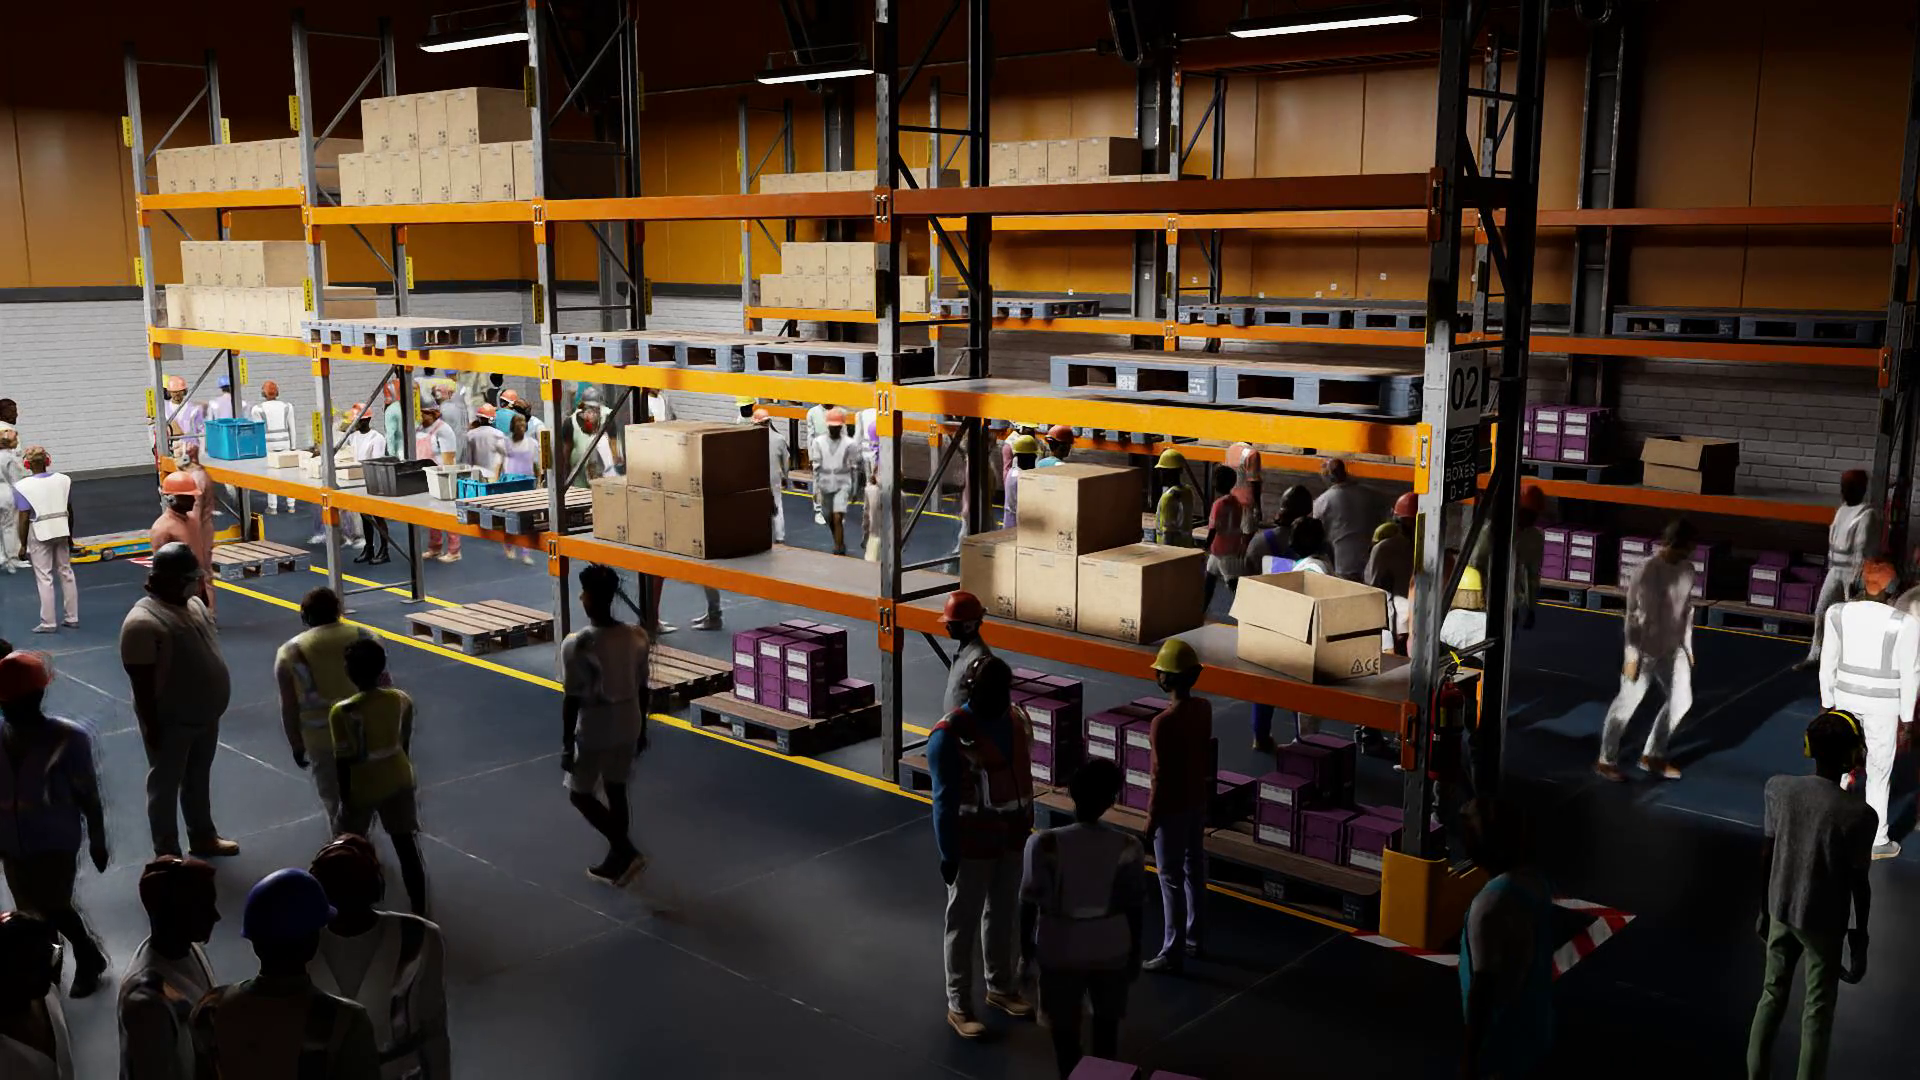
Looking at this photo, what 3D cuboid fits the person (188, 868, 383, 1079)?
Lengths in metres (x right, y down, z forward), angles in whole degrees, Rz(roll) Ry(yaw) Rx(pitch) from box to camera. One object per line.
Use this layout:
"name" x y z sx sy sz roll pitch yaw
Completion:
"person" -1.982 1.934 5.019 0.605 1.948 0.384 2 10 11

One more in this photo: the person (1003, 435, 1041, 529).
"person" 0.614 -0.083 16.480 0.375 1.929 0.585 -1 10 -3

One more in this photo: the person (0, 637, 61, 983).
"person" -4.790 1.377 8.459 0.373 1.843 0.569 -4 11 -23

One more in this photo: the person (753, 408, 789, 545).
"person" -2.454 -0.799 21.063 0.582 1.740 0.370 -3 11 -19

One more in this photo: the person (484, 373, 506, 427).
"person" -7.756 -1.996 27.958 0.549 1.696 0.317 6 12 32

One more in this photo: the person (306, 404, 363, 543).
"person" -7.967 -0.842 21.106 0.768 1.860 0.383 -3 10 -14

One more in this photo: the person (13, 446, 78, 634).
"person" -8.905 0.004 16.239 0.393 1.839 0.563 5 11 28

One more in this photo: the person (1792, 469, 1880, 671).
"person" 7.883 0.290 14.603 0.801 1.861 0.589 0 10 -2

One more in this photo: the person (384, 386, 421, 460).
"person" -7.631 -1.231 22.978 0.390 1.929 0.648 6 12 33

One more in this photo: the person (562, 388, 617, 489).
"person" -4.672 -0.938 20.997 0.697 2.000 0.538 -3 10 -17

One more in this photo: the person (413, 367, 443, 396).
"person" -8.981 -2.095 28.015 0.663 1.875 0.624 -5 11 -25

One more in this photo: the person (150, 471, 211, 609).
"person" -6.253 0.431 13.421 0.408 1.987 0.614 0 10 1

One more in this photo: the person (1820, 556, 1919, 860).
"person" 5.625 1.029 10.306 0.356 1.887 0.572 -8 13 -37

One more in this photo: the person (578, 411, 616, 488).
"person" -4.265 -0.631 19.885 0.541 1.821 0.594 0 10 -2

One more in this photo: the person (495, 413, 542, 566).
"person" -5.216 -0.598 19.685 0.513 1.833 0.410 -6 12 -32

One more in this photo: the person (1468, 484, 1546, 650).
"person" 4.257 0.511 13.031 0.653 1.956 0.597 -4 11 -19

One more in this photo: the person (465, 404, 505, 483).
"person" -6.085 -0.886 21.506 0.563 1.752 0.327 2 10 13

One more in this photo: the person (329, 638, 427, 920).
"person" -3.250 1.348 9.155 0.883 1.642 0.550 7 12 35

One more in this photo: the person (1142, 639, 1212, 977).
"person" 1.117 1.383 8.653 0.313 1.769 0.525 7 12 35

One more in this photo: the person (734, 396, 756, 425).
"person" -2.770 -1.017 21.806 0.601 1.913 0.403 9 14 43

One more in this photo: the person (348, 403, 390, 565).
"person" -7.051 -0.668 19.775 0.544 1.931 0.385 6 12 30

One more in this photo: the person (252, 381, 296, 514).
"person" -9.676 -1.302 23.495 0.574 1.884 0.355 -8 13 -37

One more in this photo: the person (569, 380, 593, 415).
"person" -6.798 -2.376 29.785 0.875 1.820 0.518 9 14 42

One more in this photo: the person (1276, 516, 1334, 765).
"person" 2.495 0.738 12.086 0.429 1.843 0.631 2 10 12

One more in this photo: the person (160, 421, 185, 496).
"person" -9.731 -0.673 20.677 0.284 1.622 0.517 3 10 14

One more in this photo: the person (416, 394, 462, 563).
"person" -6.313 -0.746 19.906 0.690 2.000 0.540 9 13 41

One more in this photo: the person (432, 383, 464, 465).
"person" -7.031 -1.241 23.178 0.606 1.877 0.681 -1 10 -6

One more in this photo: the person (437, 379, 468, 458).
"person" -7.384 -1.372 23.894 0.645 1.878 0.473 -5 11 -27

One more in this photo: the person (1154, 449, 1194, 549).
"person" 1.947 0.123 15.318 0.368 1.927 0.589 5 11 24

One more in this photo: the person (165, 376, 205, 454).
"person" -10.492 -1.191 22.421 0.607 2.044 0.374 -5 11 -26

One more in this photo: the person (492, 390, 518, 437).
"person" -6.439 -1.282 23.800 0.576 1.737 0.354 5 11 28

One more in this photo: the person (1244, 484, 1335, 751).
"person" 2.477 0.585 12.386 0.683 2.000 0.535 6 12 31

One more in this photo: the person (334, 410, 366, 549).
"person" -7.634 -0.759 20.863 0.489 1.735 0.371 7 12 34

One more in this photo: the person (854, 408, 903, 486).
"person" -1.089 -1.131 22.589 0.643 1.869 0.499 4 11 19

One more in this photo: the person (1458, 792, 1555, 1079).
"person" 2.020 1.832 5.972 0.627 1.814 0.574 9 13 40

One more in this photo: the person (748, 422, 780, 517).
"person" -2.239 -0.398 18.503 0.742 1.838 0.527 3 10 16

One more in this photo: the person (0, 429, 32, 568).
"person" -11.162 -0.485 19.571 0.310 1.638 0.523 -6 12 -31
